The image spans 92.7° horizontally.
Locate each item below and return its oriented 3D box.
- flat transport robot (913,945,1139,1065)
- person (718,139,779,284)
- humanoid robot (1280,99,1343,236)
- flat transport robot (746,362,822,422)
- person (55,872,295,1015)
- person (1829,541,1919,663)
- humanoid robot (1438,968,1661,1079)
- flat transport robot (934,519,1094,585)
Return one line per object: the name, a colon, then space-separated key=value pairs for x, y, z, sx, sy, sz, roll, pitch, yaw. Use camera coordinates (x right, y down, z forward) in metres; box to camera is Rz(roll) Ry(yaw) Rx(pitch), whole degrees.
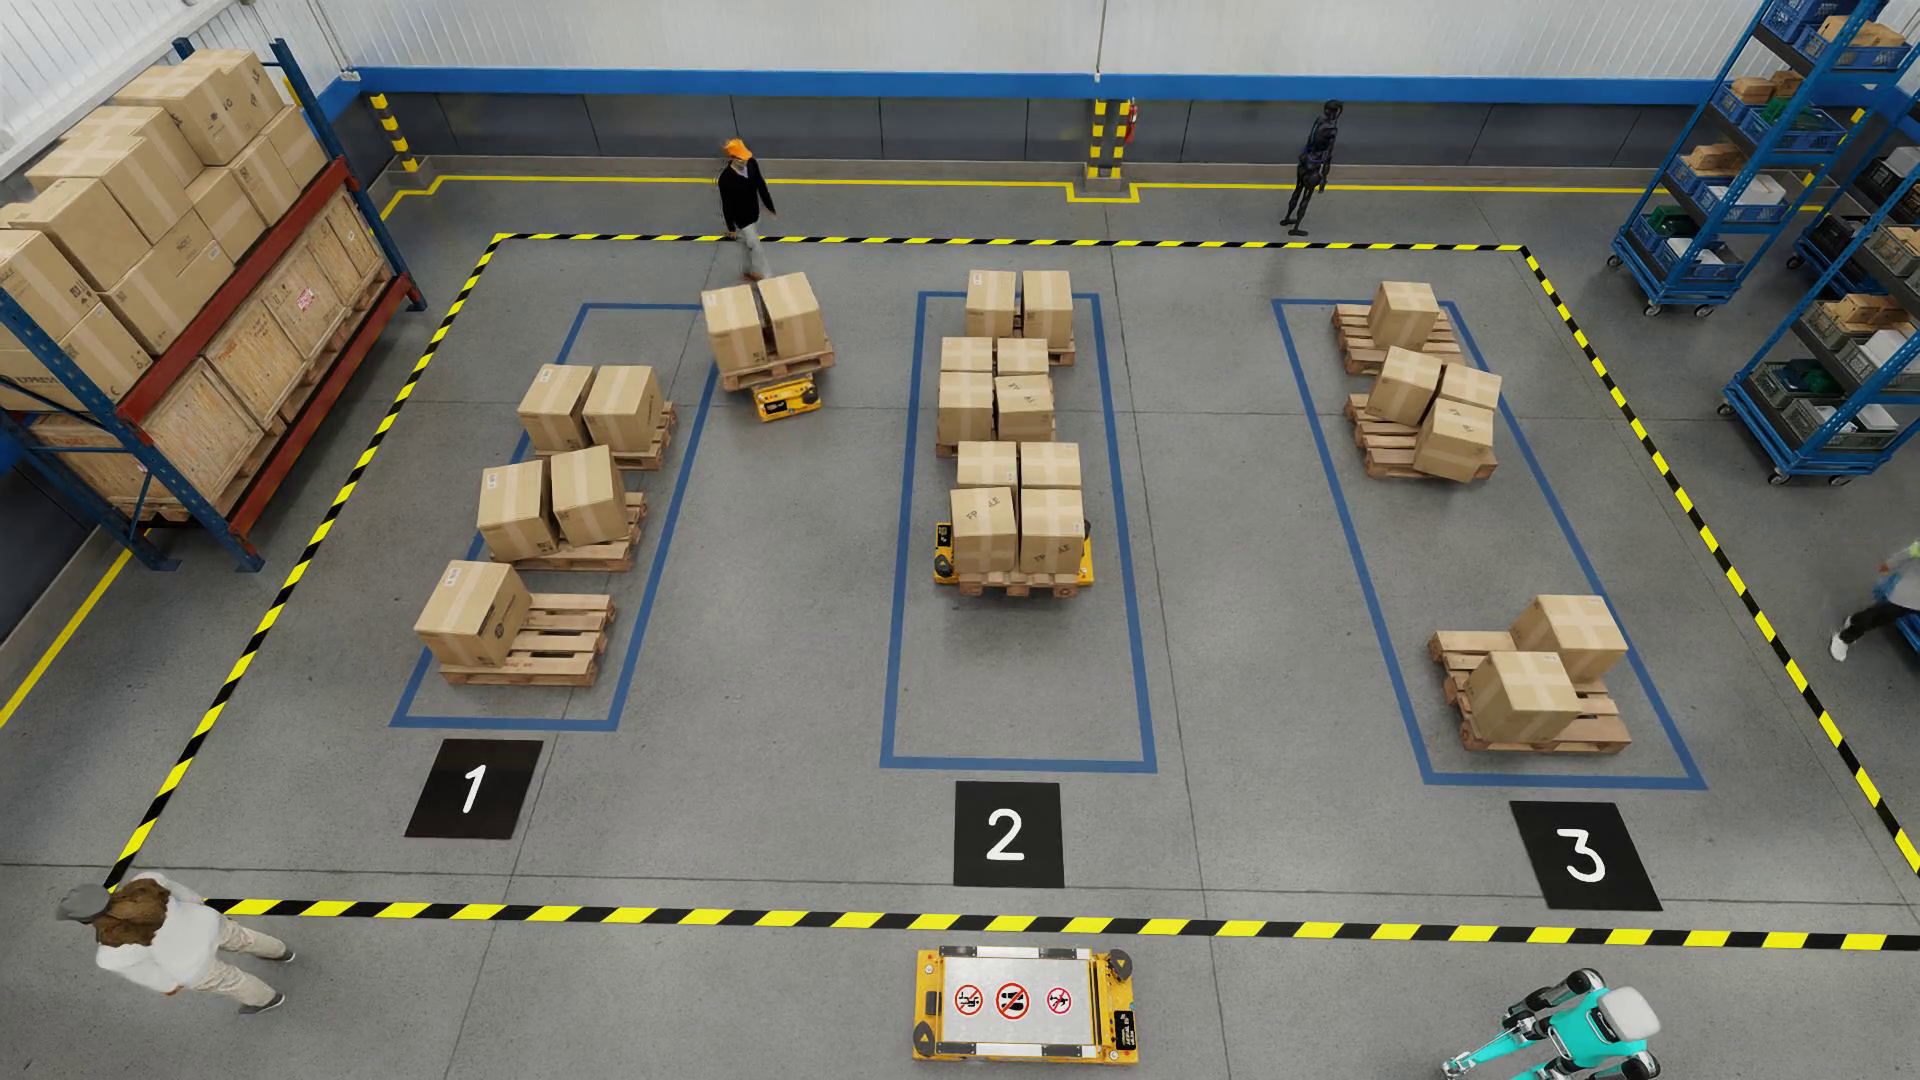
flat transport robot: x=0.422 y=3.041 z=6.007 sx=1.431 sy=0.231 sz=0.659 roll=1 pitch=51 yaw=1
person: x=-2.323 y=-3.657 z=10.444 sx=0.869 sy=1.848 sz=0.606 roll=21 pitch=54 yaw=16
humanoid robot: x=4.359 y=-4.609 z=11.327 sx=0.315 sy=1.653 sz=0.599 roll=-7 pitch=51 yaw=-6
flat transport robot: x=-2.021 y=-1.896 z=10.013 sx=0.652 sy=0.197 sz=1.431 roll=-16 pitch=53 yaw=-13
person: x=-4.666 y=2.442 z=5.525 sx=0.398 sy=1.769 sz=0.569 roll=-6 pitch=51 yaw=-5
person: x=7.651 y=0.361 z=7.195 sx=0.607 sy=1.811 sz=0.700 roll=22 pitch=54 yaw=17
humanoid robot: x=3.101 y=2.889 z=5.094 sx=0.735 sy=1.681 sz=0.533 roll=-11 pitch=52 yaw=-9
flat transport robot: x=0.490 y=0.087 z=8.397 sx=1.431 sy=0.197 sz=0.652 roll=1 pitch=51 yaw=1
